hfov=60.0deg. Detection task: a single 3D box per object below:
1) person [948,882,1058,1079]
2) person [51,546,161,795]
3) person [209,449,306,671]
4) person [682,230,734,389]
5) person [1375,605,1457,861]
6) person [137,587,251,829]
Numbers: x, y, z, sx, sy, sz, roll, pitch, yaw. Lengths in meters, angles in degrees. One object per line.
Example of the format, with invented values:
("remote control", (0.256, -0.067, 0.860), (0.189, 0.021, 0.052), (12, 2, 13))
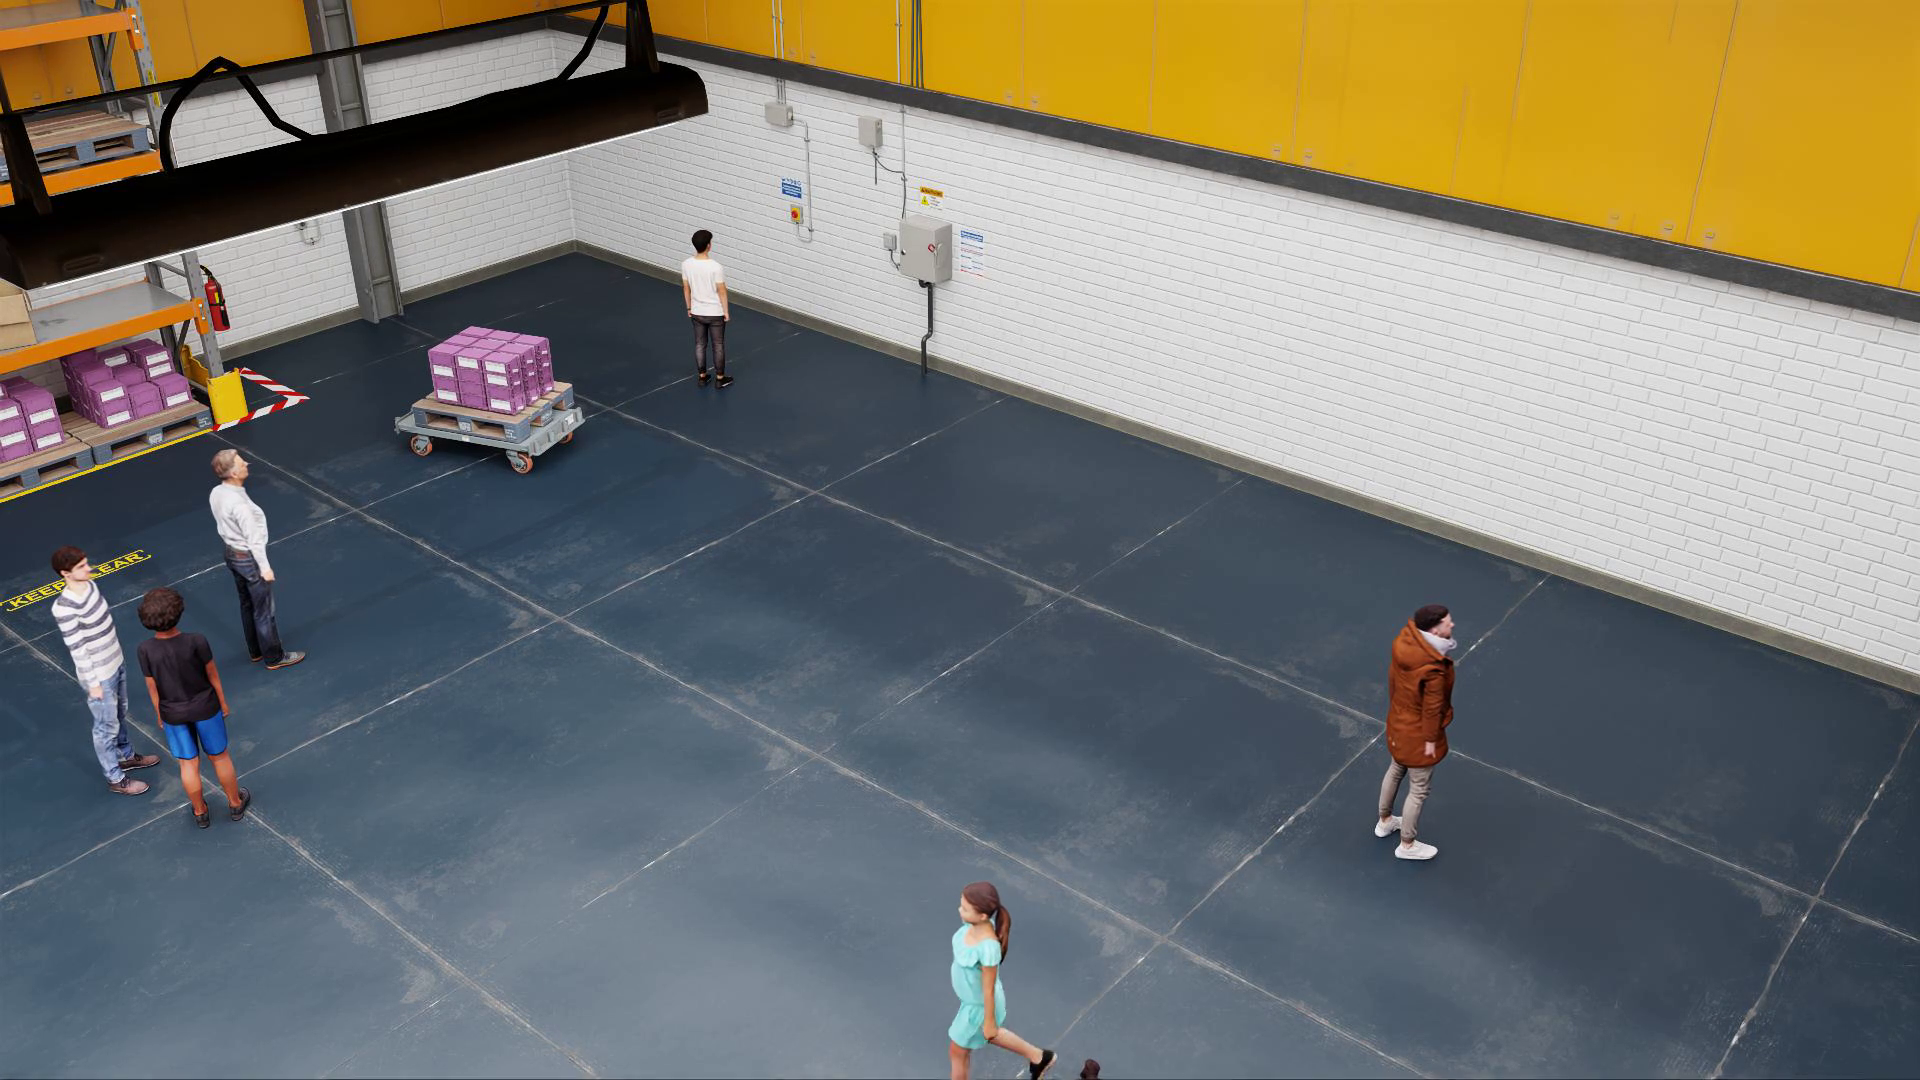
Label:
("person", (0.177, 2.430, 8.816), (1.026, 1.541, 0.942), (-4, 29, -7))
("person", (-5.887, 0.865, 11.357), (0.763, 1.854, 0.716), (-4, 29, -7))
("person", (-5.449, 0.137, 12.729), (0.645, 1.820, 0.549), (23, 36, 36))
("person", (-2.676, -2.446, 17.564), (0.699, 1.722, 0.673), (8, 30, 14))
("person", (2.935, 1.216, 10.731), (0.883, 1.838, 0.842), (-7, 29, -12))
("person", (-5.081, 1.108, 10.970), (0.669, 1.799, 0.759), (-10, 30, -18))
